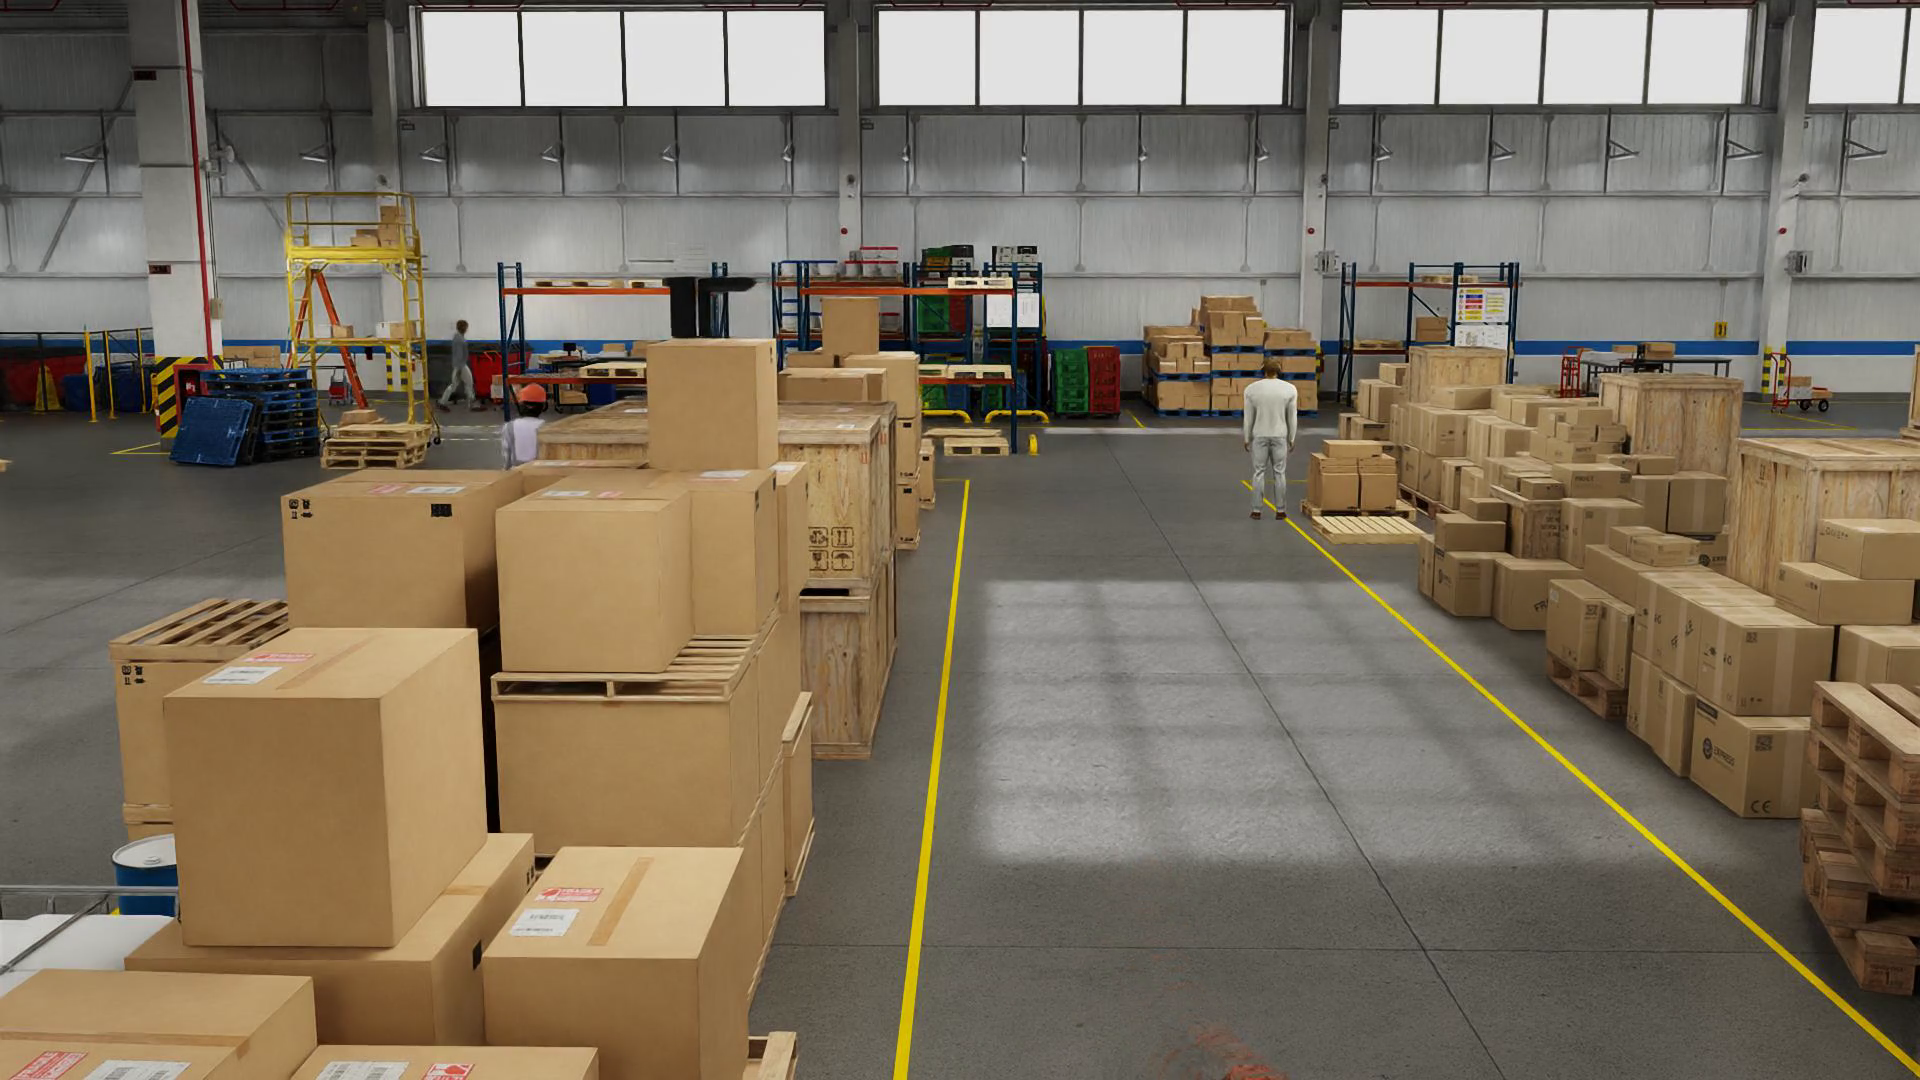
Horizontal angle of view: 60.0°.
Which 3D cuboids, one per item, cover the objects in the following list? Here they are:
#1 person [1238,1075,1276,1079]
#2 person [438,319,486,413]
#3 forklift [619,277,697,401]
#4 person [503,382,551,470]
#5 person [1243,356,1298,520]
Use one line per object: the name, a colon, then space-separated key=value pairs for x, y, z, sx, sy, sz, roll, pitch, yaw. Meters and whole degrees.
person: x=0.418 y=1.683 z=2.612 sx=0.582 sy=1.866 sz=0.743 roll=0 pitch=9 yaw=-3
person: x=-10.126 y=-3.511 z=33.627 sx=0.803 sy=1.929 sz=0.670 roll=-4 pitch=10 yaw=-21
forklift: x=-3.969 y=-2.377 z=23.876 sx=1.873 sy=2.768 sz=1.129 roll=-1 pitch=10 yaw=-5
person: x=-4.059 y=-0.525 z=15.699 sx=0.551 sy=1.915 sz=0.848 roll=0 pitch=9 yaw=2
person: x=3.652 y=-1.197 z=19.621 sx=0.630 sy=1.940 sz=0.372 roll=1 pitch=10 yaw=8
